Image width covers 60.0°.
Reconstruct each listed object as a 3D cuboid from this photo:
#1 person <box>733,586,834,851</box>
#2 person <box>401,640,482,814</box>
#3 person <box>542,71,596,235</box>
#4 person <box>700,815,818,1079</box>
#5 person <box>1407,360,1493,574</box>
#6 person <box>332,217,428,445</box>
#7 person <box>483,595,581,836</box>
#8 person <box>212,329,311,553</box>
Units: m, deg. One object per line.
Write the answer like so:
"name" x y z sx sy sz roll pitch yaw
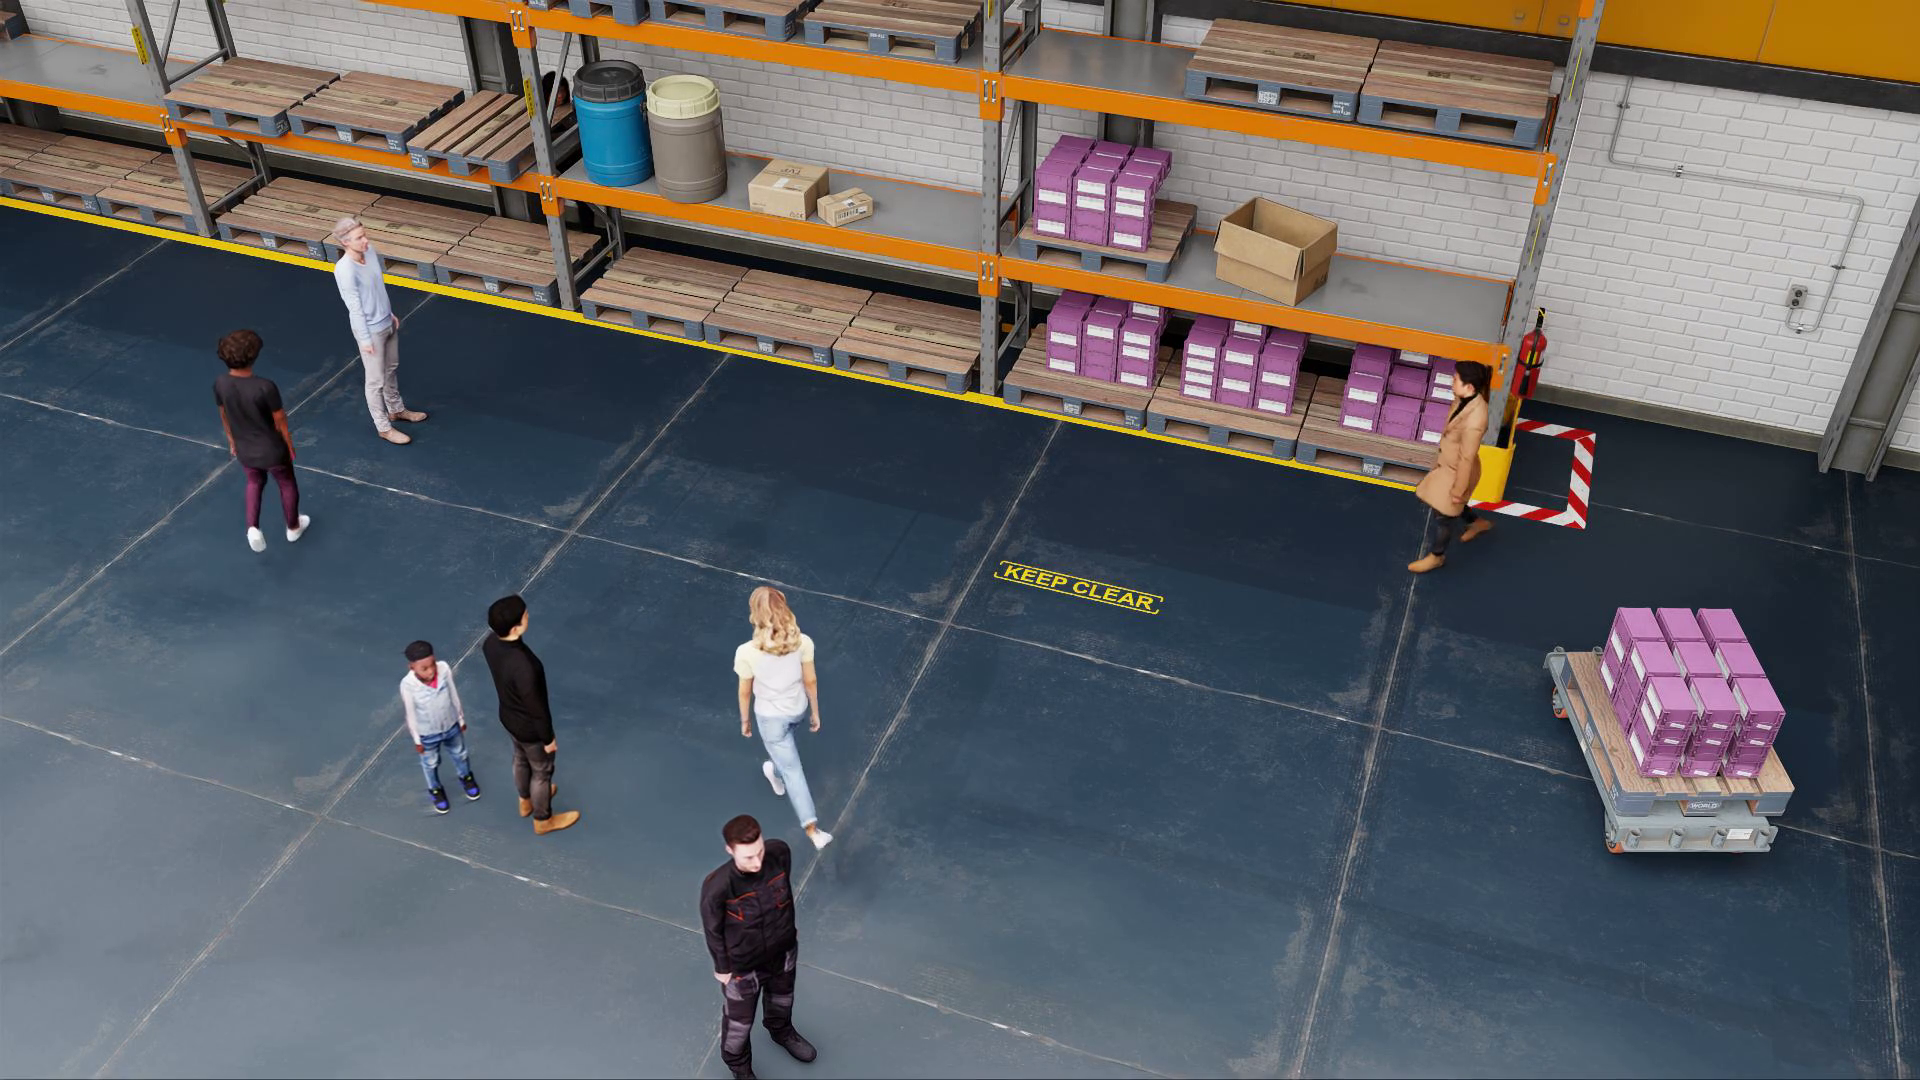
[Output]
"person" -0.983 1.087 9.682 1.141 1.671 1.205 -16 41 -19
"person" -3.153 1.087 10.014 0.566 1.257 0.615 -22 44 -25
"person" -3.617 -3.438 15.233 0.771 1.815 0.829 -17 42 -20
"person" -1.010 2.041 8.295 0.771 1.911 0.744 -31 48 -33
"person" 3.567 -0.514 11.654 1.014 1.711 0.899 -4 39 -5
"person" -4.562 -1.652 12.933 0.637 1.894 0.706 6 39 7
"person" -2.541 1.022 9.725 0.766 1.719 0.635 -27 46 -30
"person" -4.978 -0.648 11.783 0.880 1.760 0.857 -1 39 -2
